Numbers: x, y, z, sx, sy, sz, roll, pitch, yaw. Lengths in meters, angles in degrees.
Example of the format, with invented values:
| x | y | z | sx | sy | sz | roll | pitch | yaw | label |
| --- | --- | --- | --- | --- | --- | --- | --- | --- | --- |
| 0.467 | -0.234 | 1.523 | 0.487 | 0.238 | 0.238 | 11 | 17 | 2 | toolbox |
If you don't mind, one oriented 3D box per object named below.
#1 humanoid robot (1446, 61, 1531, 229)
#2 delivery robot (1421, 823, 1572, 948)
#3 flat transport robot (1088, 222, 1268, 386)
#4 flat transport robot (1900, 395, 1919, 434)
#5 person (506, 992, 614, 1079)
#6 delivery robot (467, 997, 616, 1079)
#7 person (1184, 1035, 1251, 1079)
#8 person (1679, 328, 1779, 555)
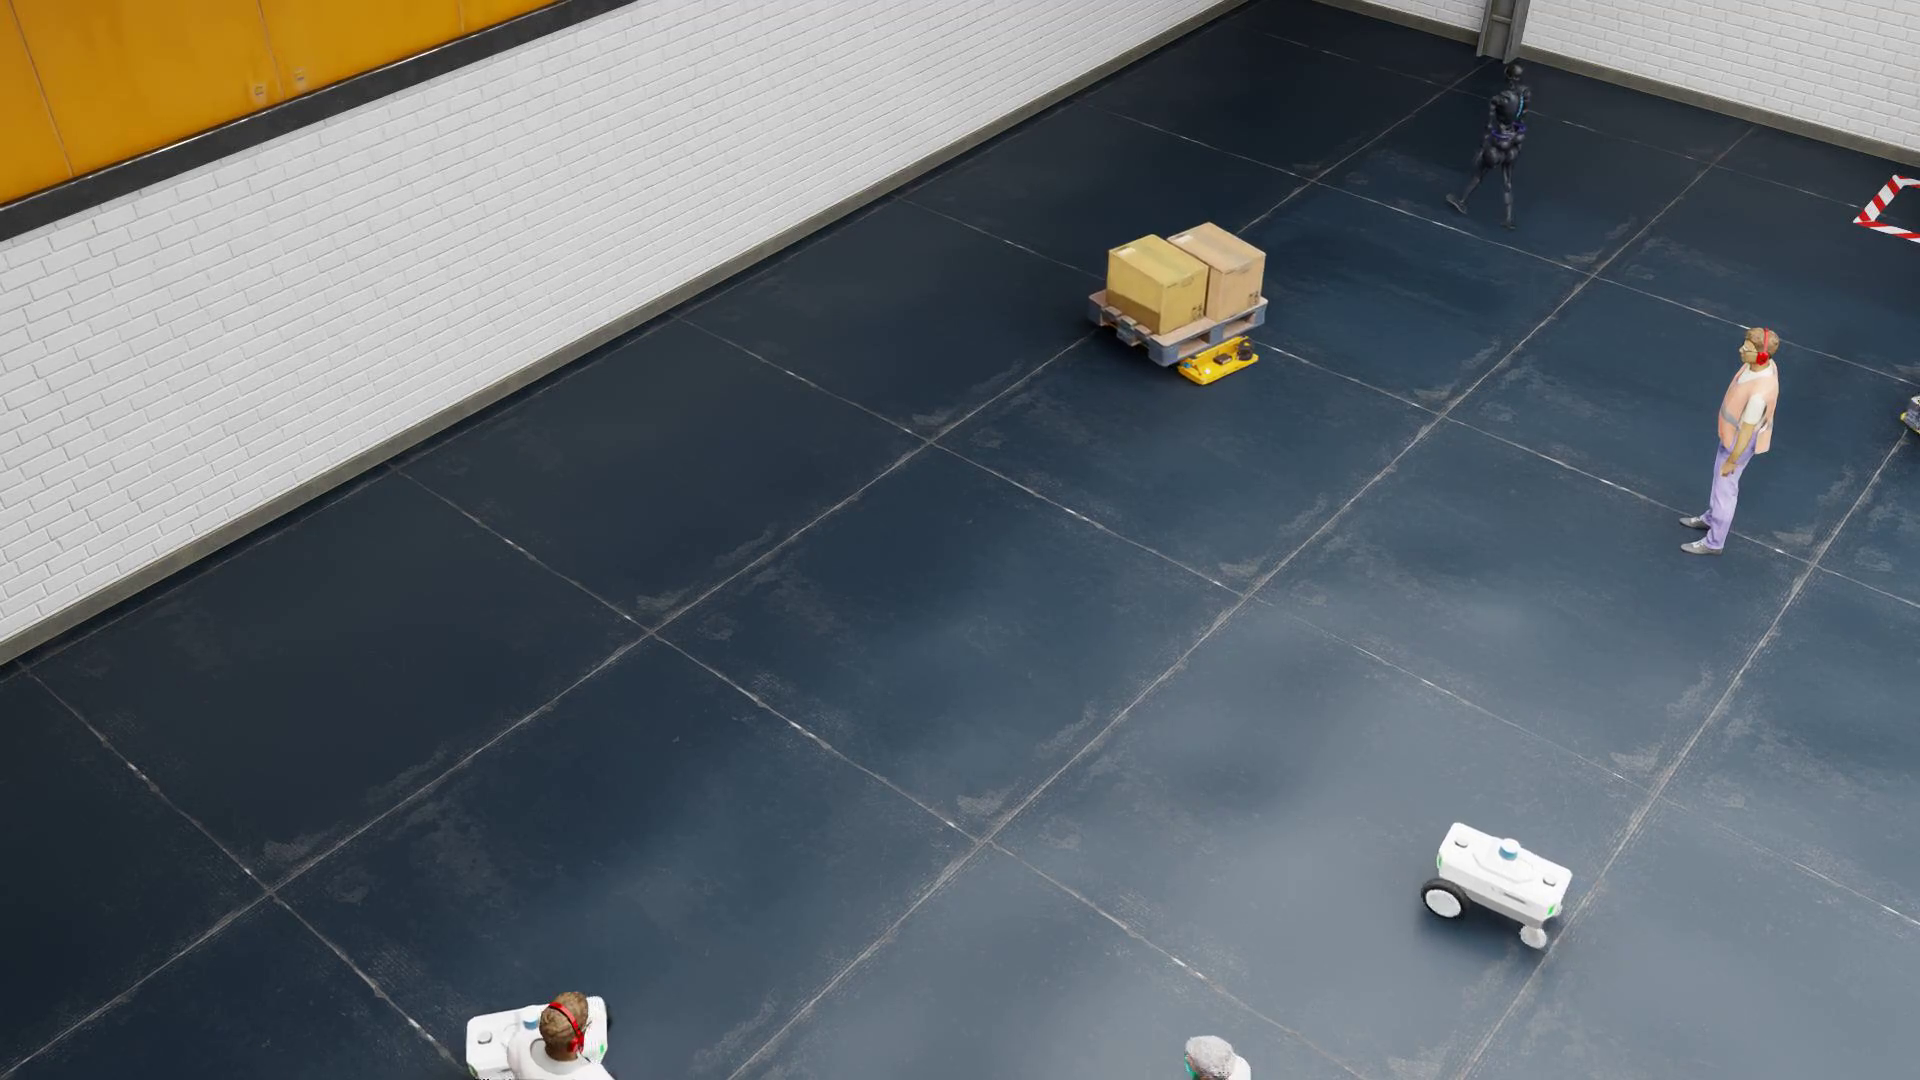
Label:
| x | y | z | sx | sy | sz | roll | pitch | yaw | label |
| --- | --- | --- | --- | --- | --- | --- | --- | --- | --- |
| 5.173 | -3.811 | 15.927 | 0.585 | 1.623 | 0.776 | -23 | 44 | -26 | humanoid robot |
| 3.105 | 1.964 | 9.636 | 0.815 | 0.614 | 0.499 | 22 | 44 | 25 | delivery robot |
| 1.877 | -1.831 | 14.560 | 0.659 | 0.231 | 1.431 | -25 | 45 | -28 | flat transport robot |
| 8.271 | -0.711 | 13.169 | 0.659 | 0.231 | 1.431 | -14 | 41 | -17 | flat transport robot |
| -1.752 | 2.742 | 7.641 | 0.567 | 1.832 | 0.404 | 17 | 42 | 20 | person |
| -2.185 | 2.673 | 8.756 | 0.815 | 0.614 | 0.499 | -7 | 39 | -9 | delivery robot |
| 1.047 | 2.791 | 7.659 | 0.671 | 1.720 | 0.511 | 19 | 42 | 22 | person |
| 5.575 | -0.705 | 11.917 | 0.391 | 1.836 | 0.559 | 11 | 40 | 14 | person |
